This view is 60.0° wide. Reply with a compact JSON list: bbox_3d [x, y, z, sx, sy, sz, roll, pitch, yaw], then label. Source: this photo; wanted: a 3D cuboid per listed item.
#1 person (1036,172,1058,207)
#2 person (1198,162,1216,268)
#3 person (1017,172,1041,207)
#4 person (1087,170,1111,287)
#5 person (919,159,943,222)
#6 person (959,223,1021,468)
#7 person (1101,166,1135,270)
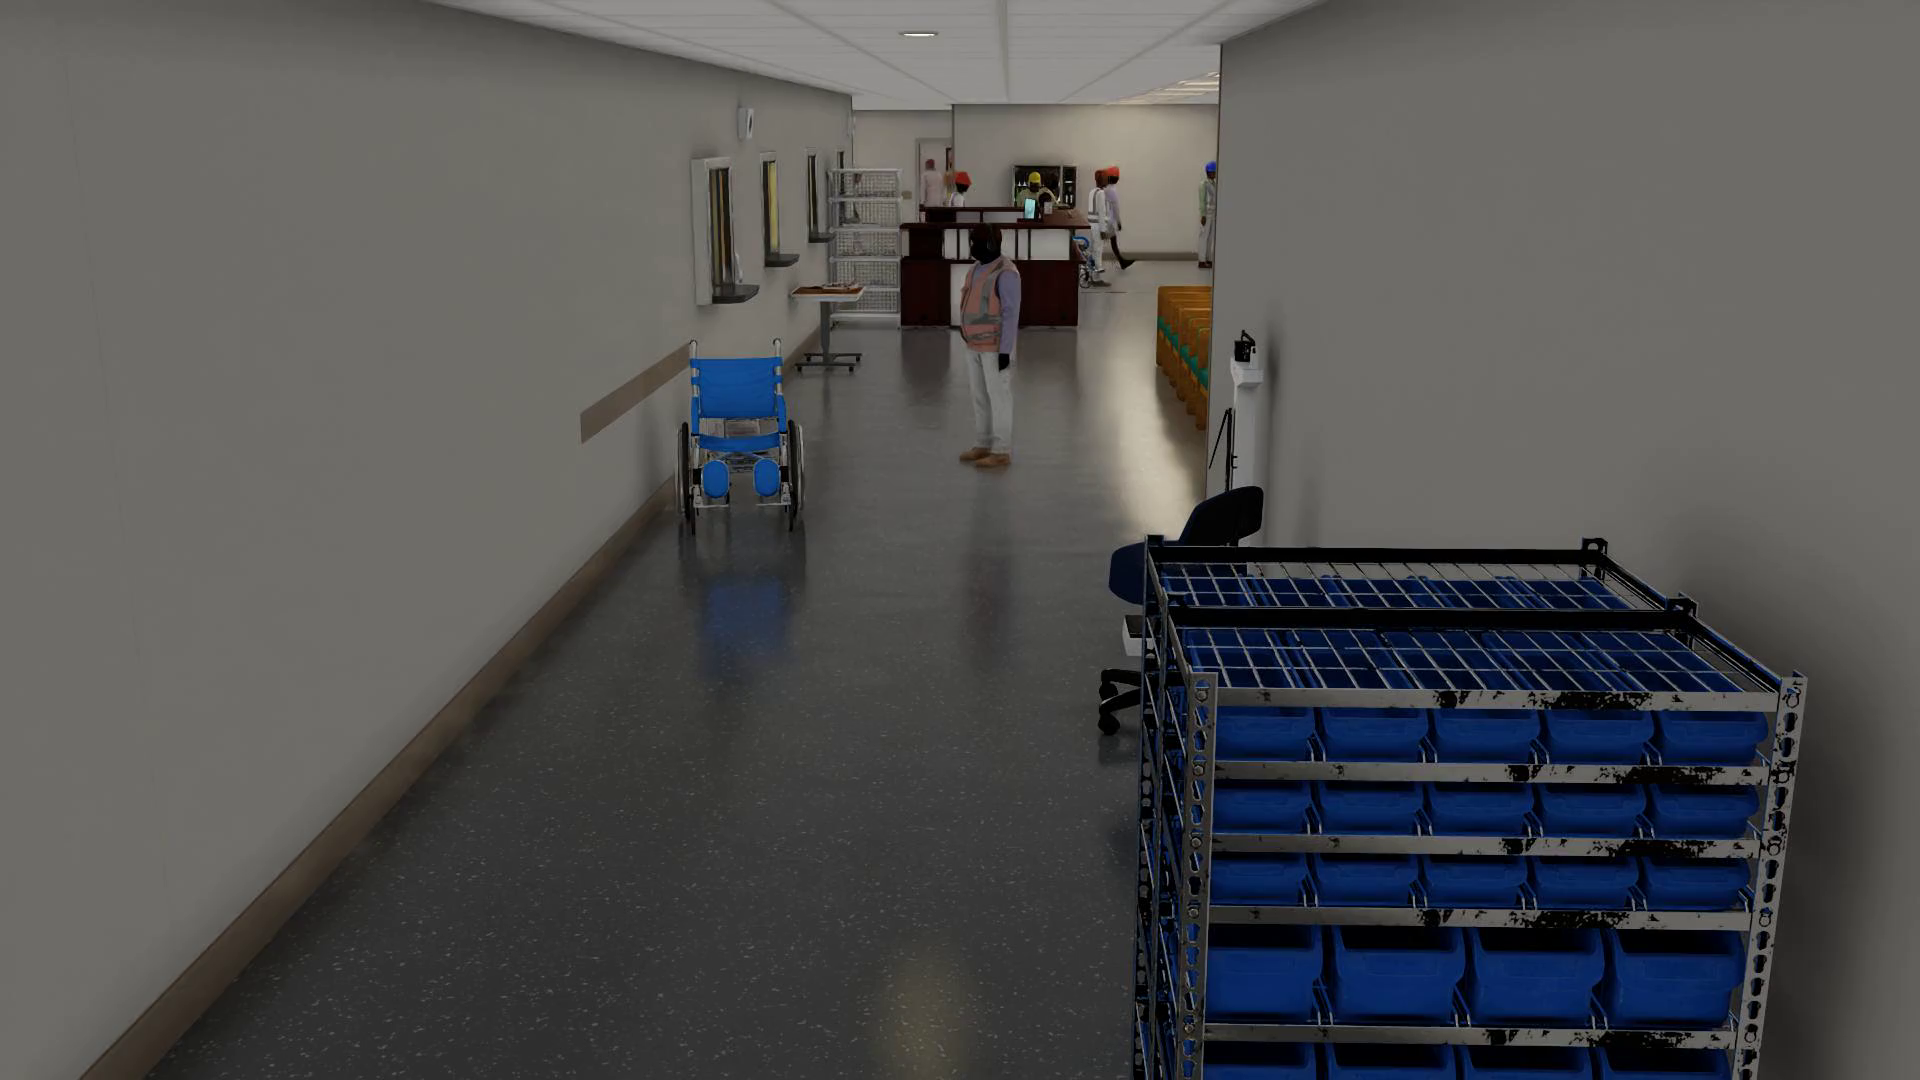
[{"bbox_3d":[1.484,-5.263,28.030,0.431,1.832,0.625,3,14,11],"label":"person"},{"bbox_3d":[4.635,-6.042,30.940,0.389,1.948,0.604,9,17,34],"label":"person"},{"bbox_3d":[1.269,-5.412,28.648,0.598,1.824,0.403,-1,14,-4],"label":"person"},{"bbox_3d":[2.267,-5.097,27.240,0.362,1.883,0.576,-3,14,-11],"label":"person"},{"bbox_3d":[-0.677,-7.750,38.050,0.688,1.873,0.401,-12,18,-40],"label":"person"},{"bbox_3d":[0.209,-1.474,12.627,0.429,1.840,0.632,-7,15,-26],"label":"person"},{"bbox_3d":[2.767,-5.813,30.151,1.011,1.875,0.548,-4,15,-17],"label":"person"}]
